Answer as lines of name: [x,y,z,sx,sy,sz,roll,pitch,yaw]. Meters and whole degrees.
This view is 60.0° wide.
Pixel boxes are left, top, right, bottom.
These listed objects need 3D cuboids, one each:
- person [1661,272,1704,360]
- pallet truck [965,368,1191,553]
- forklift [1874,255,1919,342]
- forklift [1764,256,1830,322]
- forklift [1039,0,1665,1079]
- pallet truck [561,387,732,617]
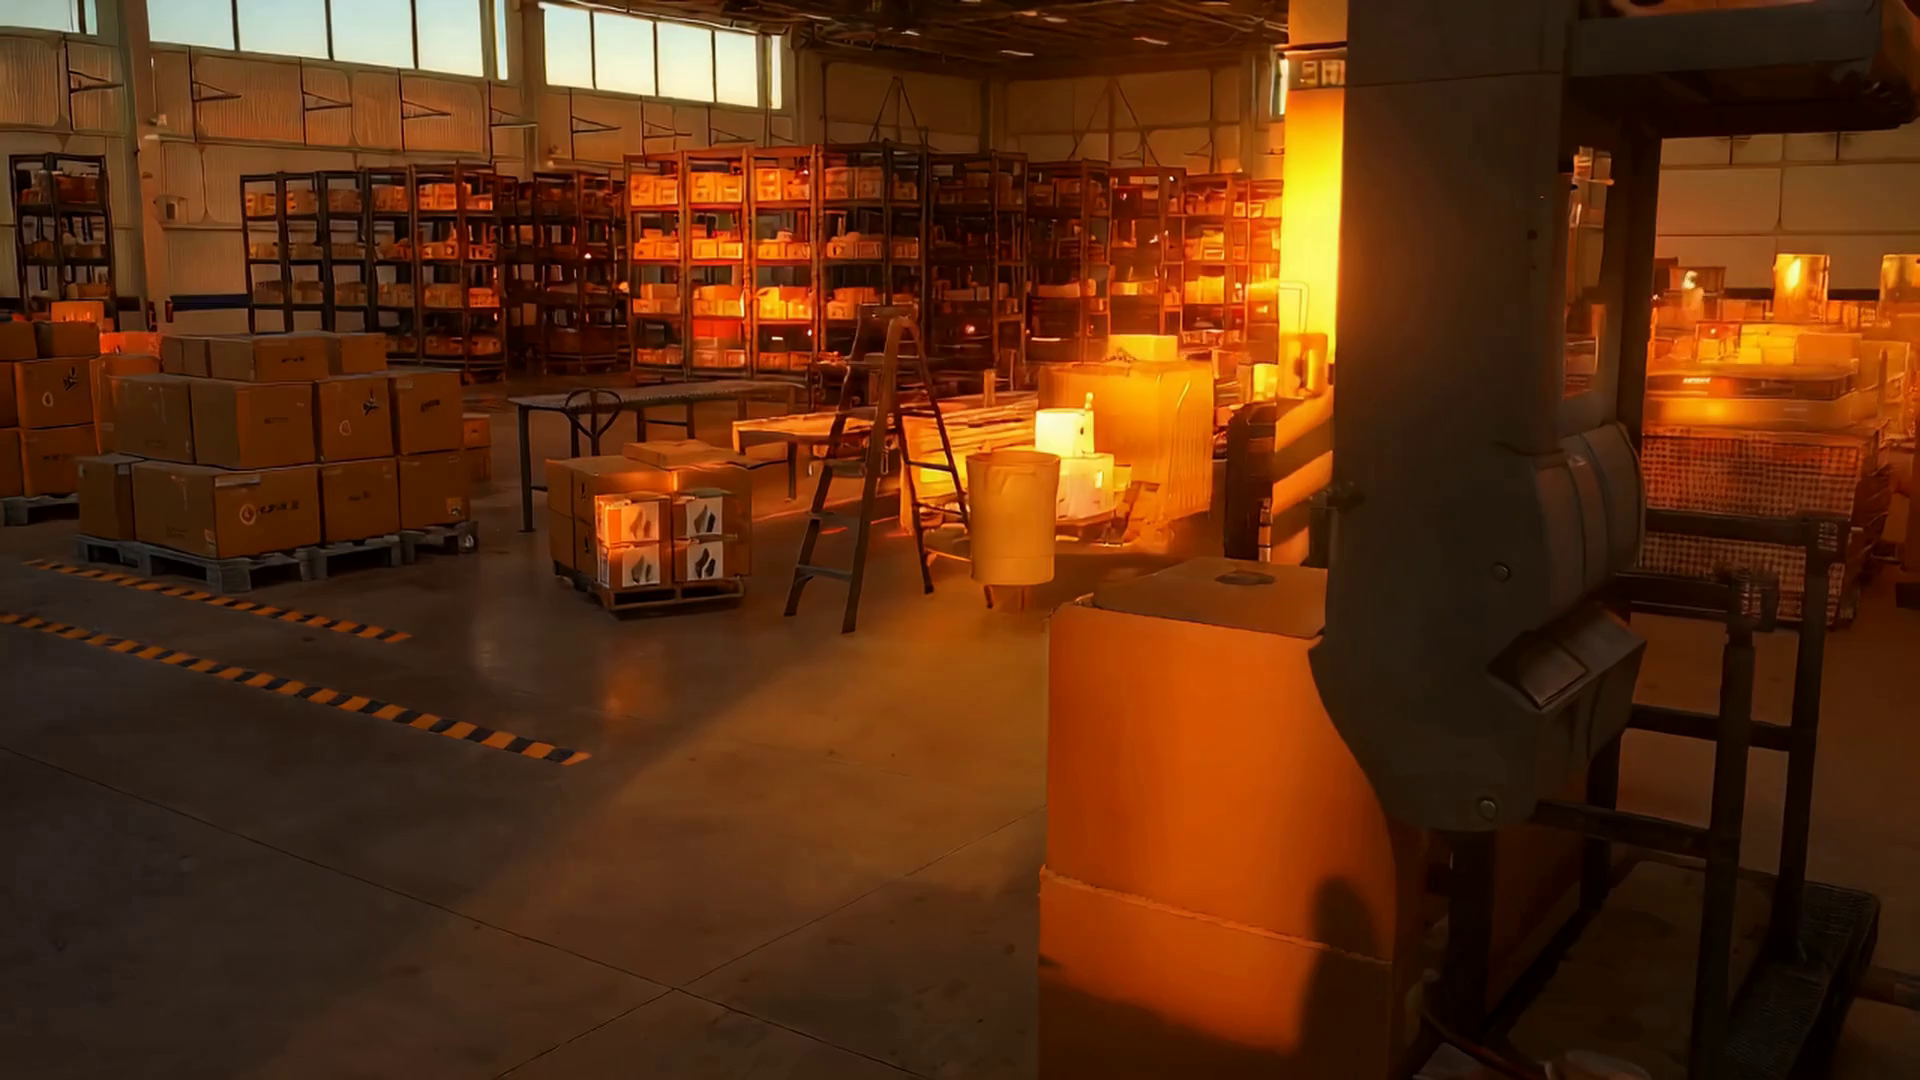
person: [14.748,-4.529,33.757,0.912,1.781,0.623,-3,10,-17]
pallet truck: [0.845,-0.609,11.869,1.630,1.274,0.653,7,12,35]
forklift: [22.089,-5.634,38.796,1.157,1.987,2.680,6,11,33]
forklift: [20.253,-5.854,40.139,1.157,1.987,2.680,7,12,35]
forklift: [1.249,-0.137,4.360,1.873,2.768,1.129,7,12,35]
pallet truck: [-1.981,-0.274,10.088,0.680,1.201,1.601,-5,11,-28]
